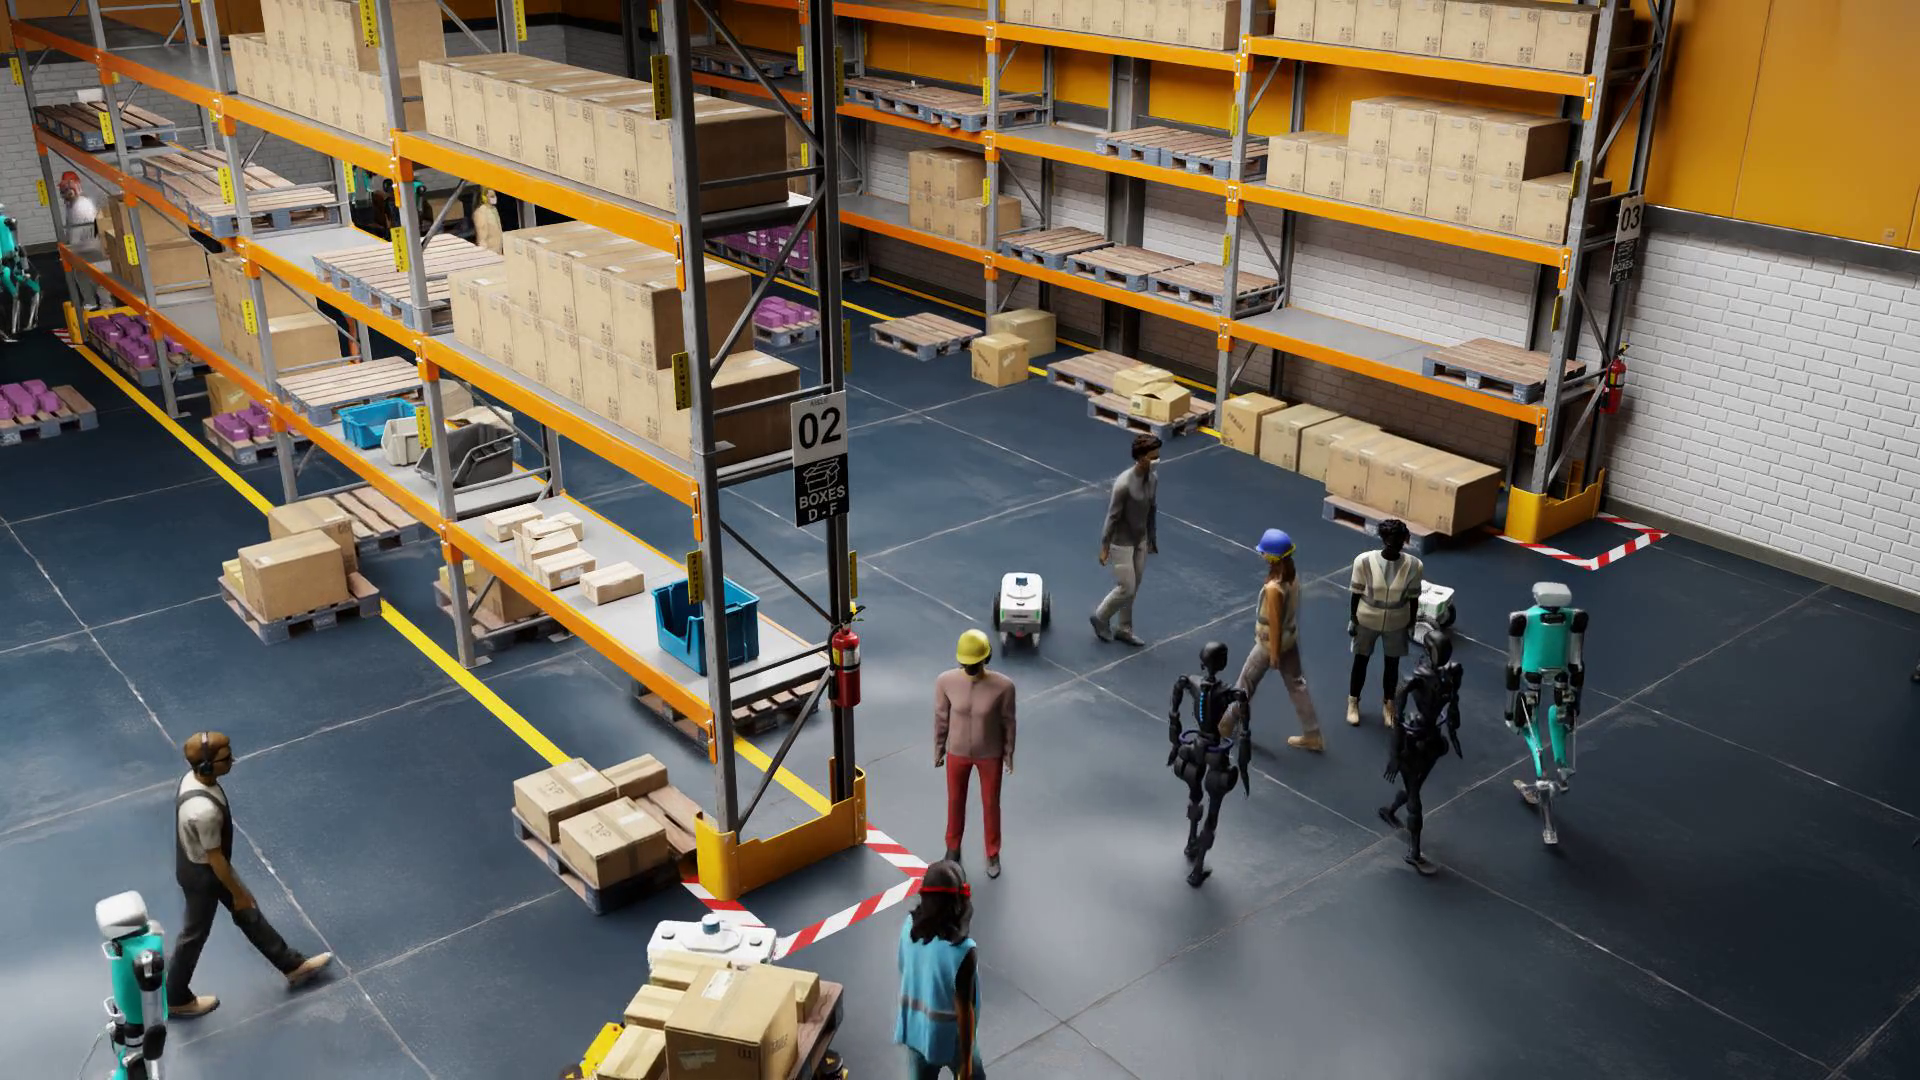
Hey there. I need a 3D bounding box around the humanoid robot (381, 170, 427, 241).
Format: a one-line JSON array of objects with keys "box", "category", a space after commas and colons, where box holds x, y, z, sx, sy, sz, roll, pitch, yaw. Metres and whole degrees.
[{"box": [-8.097, -4.441, 24.088, 0.850, 1.778, 0.593, -20, 30, -38], "category": "humanoid robot"}]

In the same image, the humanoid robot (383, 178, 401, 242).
[{"box": [-8.168, -4.409, 24.064, 0.340, 1.647, 0.587, -5, 24, -12], "category": "humanoid robot"}]

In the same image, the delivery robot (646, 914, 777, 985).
[{"box": [-1.460, 2.447, 9.639, 0.790, 0.614, 0.499, 3, 24, 6], "category": "delivery robot"}]

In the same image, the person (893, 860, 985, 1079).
[{"box": [-0.073, 2.406, 8.107, 0.545, 1.821, 0.774, 17, 29, 34], "category": "person"}]

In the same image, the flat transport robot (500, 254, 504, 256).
[{"box": [-5.854, -2.987, 22.561, 1.431, 0.231, 0.659, 4, 24, 10], "category": "flat transport robot"}]

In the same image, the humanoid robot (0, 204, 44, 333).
[{"box": [-12.597, -3.638, 22.210, 0.548, 1.787, 0.671, 1, 23, 1], "category": "humanoid robot"}]

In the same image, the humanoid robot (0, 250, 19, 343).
[{"box": [-12.788, -3.386, 21.689, 0.736, 1.809, 0.541, -15, 27, -30], "category": "humanoid robot"}]

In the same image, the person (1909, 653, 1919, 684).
[{"box": [7.817, 0.262, 12.953, 0.548, 1.927, 0.390, 14, 27, 29], "category": "person"}]

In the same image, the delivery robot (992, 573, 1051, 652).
[{"box": [0.516, 0.559, 13.995, 0.499, 0.601, 0.775, 1, 23, 3], "category": "delivery robot"}]

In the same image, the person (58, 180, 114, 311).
[{"box": [-12.131, -4.000, 22.874, 0.687, 1.880, 0.648, -9, 25, -20], "category": "person"}]

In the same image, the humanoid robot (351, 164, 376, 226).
[{"box": [-10.162, -6.124, 28.072, 0.544, 1.841, 0.747, -2, 23, -5], "category": "humanoid robot"}]

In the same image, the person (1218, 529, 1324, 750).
[{"box": [2.294, 0.721, 12.134, 0.929, 1.726, 0.460, 14, 27, 28], "category": "person"}]

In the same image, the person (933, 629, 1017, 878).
[{"box": [0.090, 1.361, 10.604, 0.531, 1.766, 0.323, 3, 24, 8], "category": "person"}]

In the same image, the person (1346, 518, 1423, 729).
[{"box": [3.157, 0.614, 12.429, 0.531, 1.694, 0.319, 3, 24, 7], "category": "person"}]

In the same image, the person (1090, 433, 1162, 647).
[{"box": [1.384, 0.007, 13.606, 0.460, 1.875, 0.601, 19, 30, 37], "category": "person"}]

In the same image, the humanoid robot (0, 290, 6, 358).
[{"box": [-12.359, -2.988, 20.890, 0.593, 1.642, 0.781, -11, 26, -24], "category": "humanoid robot"}]

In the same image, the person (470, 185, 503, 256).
[{"box": [-6.413, -3.921, 22.716, 0.411, 1.881, 0.563, 4, 24, 9], "category": "person"}]

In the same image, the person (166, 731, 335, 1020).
[{"box": [-4.161, 1.881, 9.371, 0.975, 1.784, 0.511, -9, 25, -20], "category": "person"}]

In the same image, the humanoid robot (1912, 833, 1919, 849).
[{"box": [6.000, 1.777, 9.782, 0.605, 1.636, 0.656, 8, 25, 18], "category": "humanoid robot"}]

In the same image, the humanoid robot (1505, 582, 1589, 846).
[{"box": [3.926, 1.216, 10.990, 0.539, 1.733, 0.974, -2, 23, -5], "category": "humanoid robot"}]

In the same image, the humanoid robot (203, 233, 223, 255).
[{"box": [-11.433, -4.873, 25.169, 0.583, 1.632, 0.597, 12, 26, 25], "category": "humanoid robot"}]

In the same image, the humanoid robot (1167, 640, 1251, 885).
[{"box": [1.592, 1.388, 10.658, 0.593, 1.643, 0.510, 14, 27, 29], "category": "humanoid robot"}]

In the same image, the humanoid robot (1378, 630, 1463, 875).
[{"box": [3.023, 1.310, 10.899, 0.610, 1.639, 0.745, -13, 26, -27], "category": "humanoid robot"}]

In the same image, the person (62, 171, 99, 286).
[{"box": [-12.772, -4.503, 24.214, 0.562, 1.740, 0.367, 12, 26, 25], "category": "person"}]

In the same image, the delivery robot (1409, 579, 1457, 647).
[{"box": [3.801, 0.543, 14.046, 0.796, 0.612, 0.499, 14, 27, 30], "category": "delivery robot"}]

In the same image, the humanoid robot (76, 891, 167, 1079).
[{"box": [-4.049, 2.553, 7.898, 0.721, 1.808, 0.530, -18, 29, -35], "category": "humanoid robot"}]

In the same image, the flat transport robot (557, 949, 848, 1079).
[{"box": [-1.380, 2.910, 8.904, 1.431, 0.231, 0.659, 6, 24, 14], "category": "flat transport robot"}]

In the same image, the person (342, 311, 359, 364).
[{"box": [-7.335, -2.767, 20.160, 0.316, 1.765, 0.505, -9, 25, -20], "category": "person"}]
